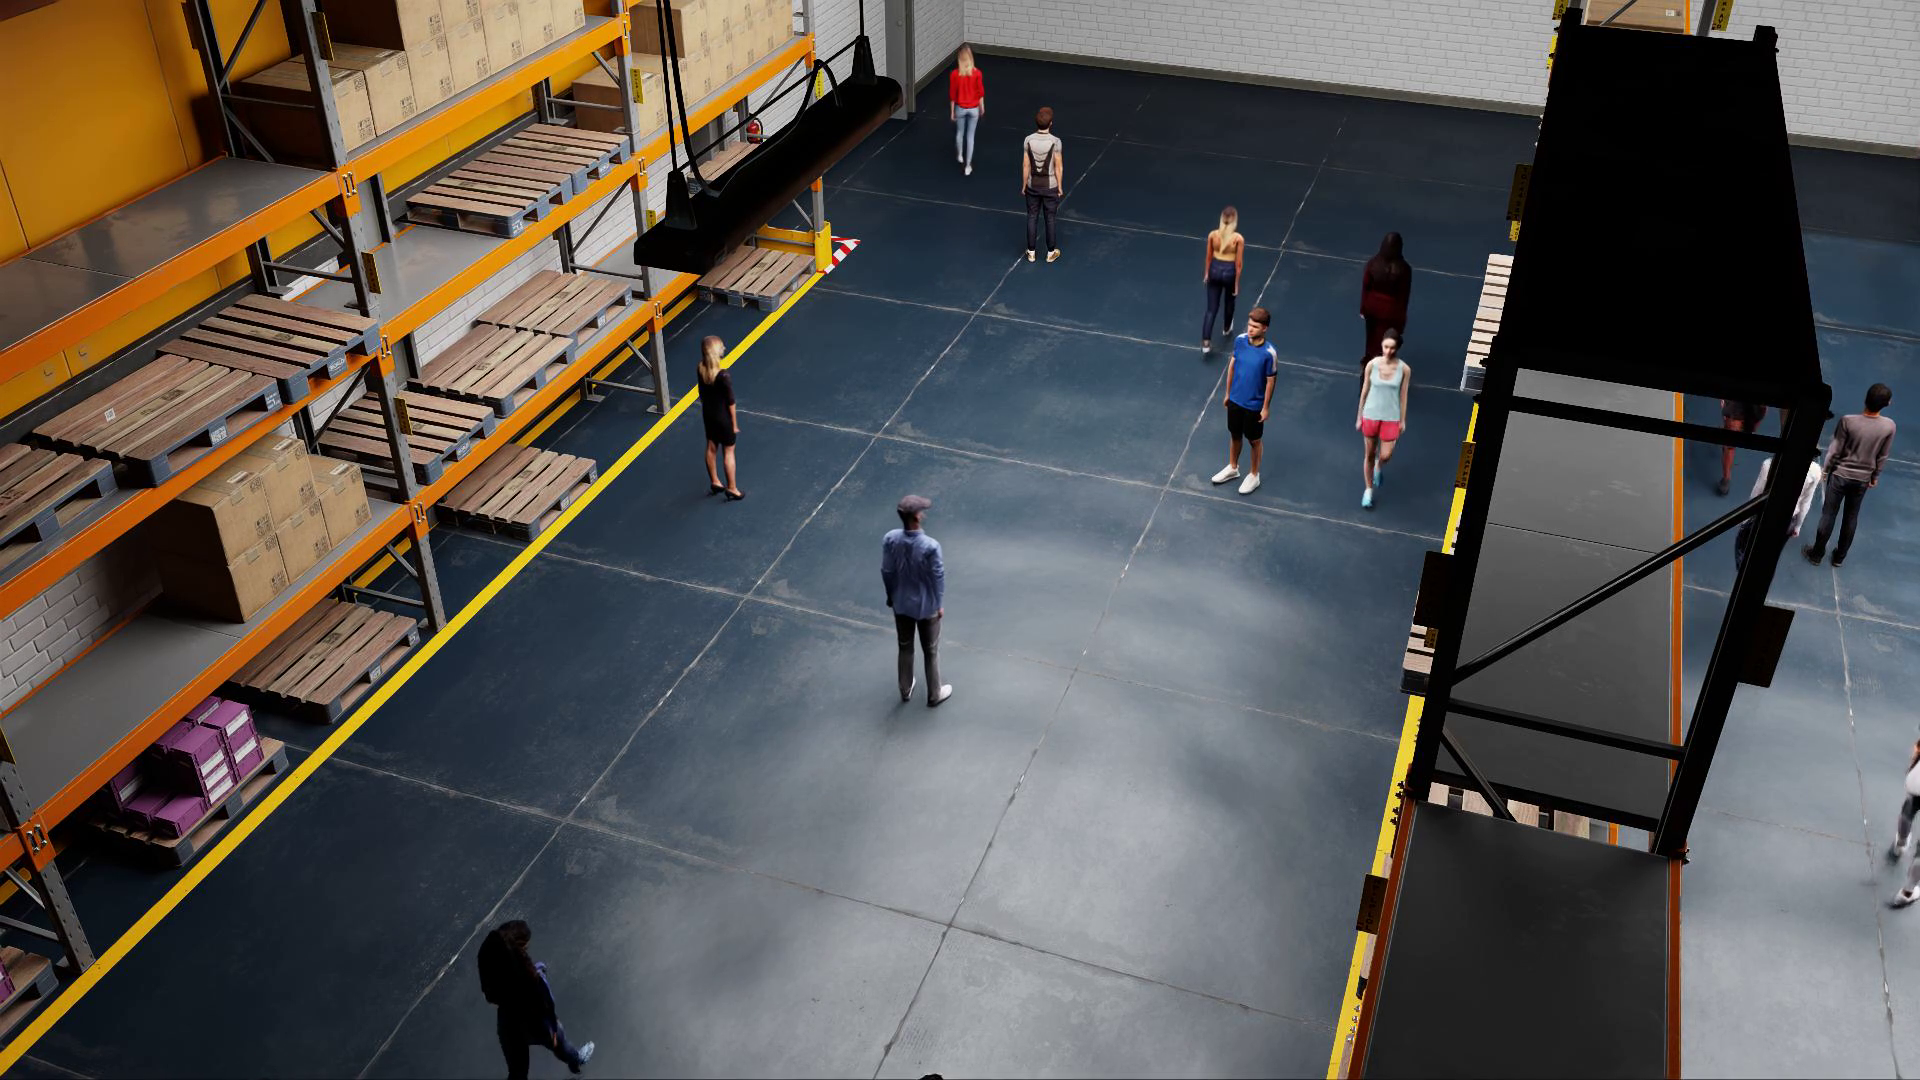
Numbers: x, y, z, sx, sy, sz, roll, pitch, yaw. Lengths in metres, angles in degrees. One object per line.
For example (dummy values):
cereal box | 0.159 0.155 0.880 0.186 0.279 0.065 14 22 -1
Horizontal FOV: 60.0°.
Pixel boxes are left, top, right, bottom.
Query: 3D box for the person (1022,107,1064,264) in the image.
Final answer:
person | 0.988 -4.268 19.990 0.676 1.894 0.591 6 34 9

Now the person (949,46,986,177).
person | 0.093 -5.749 22.416 0.800 1.677 1.003 3 34 4

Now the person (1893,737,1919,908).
person | 6.532 1.718 11.205 0.759 1.650 1.068 25 41 33

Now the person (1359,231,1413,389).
person | 4.355 -2.314 17.195 0.846 1.735 1.027 23 40 31

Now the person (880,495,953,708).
person | -0.337 0.479 12.856 0.659 1.885 0.589 14 36 20

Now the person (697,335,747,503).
person | -2.248 -1.127 15.462 0.599 1.676 0.565 23 40 31

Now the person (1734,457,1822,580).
person | 6.742 -0.114 13.781 0.689 1.849 0.890 8 34 11

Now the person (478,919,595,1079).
person | -2.529 2.859 9.548 0.656 1.584 0.986 9 35 13

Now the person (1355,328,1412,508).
person | 3.918 -1.165 15.444 0.595 1.759 0.732 10 35 15

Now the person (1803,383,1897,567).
person | 7.784 -0.566 14.535 0.557 1.767 0.664 11 35 16

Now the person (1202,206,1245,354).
person | 2.822 -2.780 18.031 0.603 1.586 1.130 12 35 17

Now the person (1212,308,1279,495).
person | 2.719 -1.326 15.591 0.735 1.866 0.722 28 43 35
